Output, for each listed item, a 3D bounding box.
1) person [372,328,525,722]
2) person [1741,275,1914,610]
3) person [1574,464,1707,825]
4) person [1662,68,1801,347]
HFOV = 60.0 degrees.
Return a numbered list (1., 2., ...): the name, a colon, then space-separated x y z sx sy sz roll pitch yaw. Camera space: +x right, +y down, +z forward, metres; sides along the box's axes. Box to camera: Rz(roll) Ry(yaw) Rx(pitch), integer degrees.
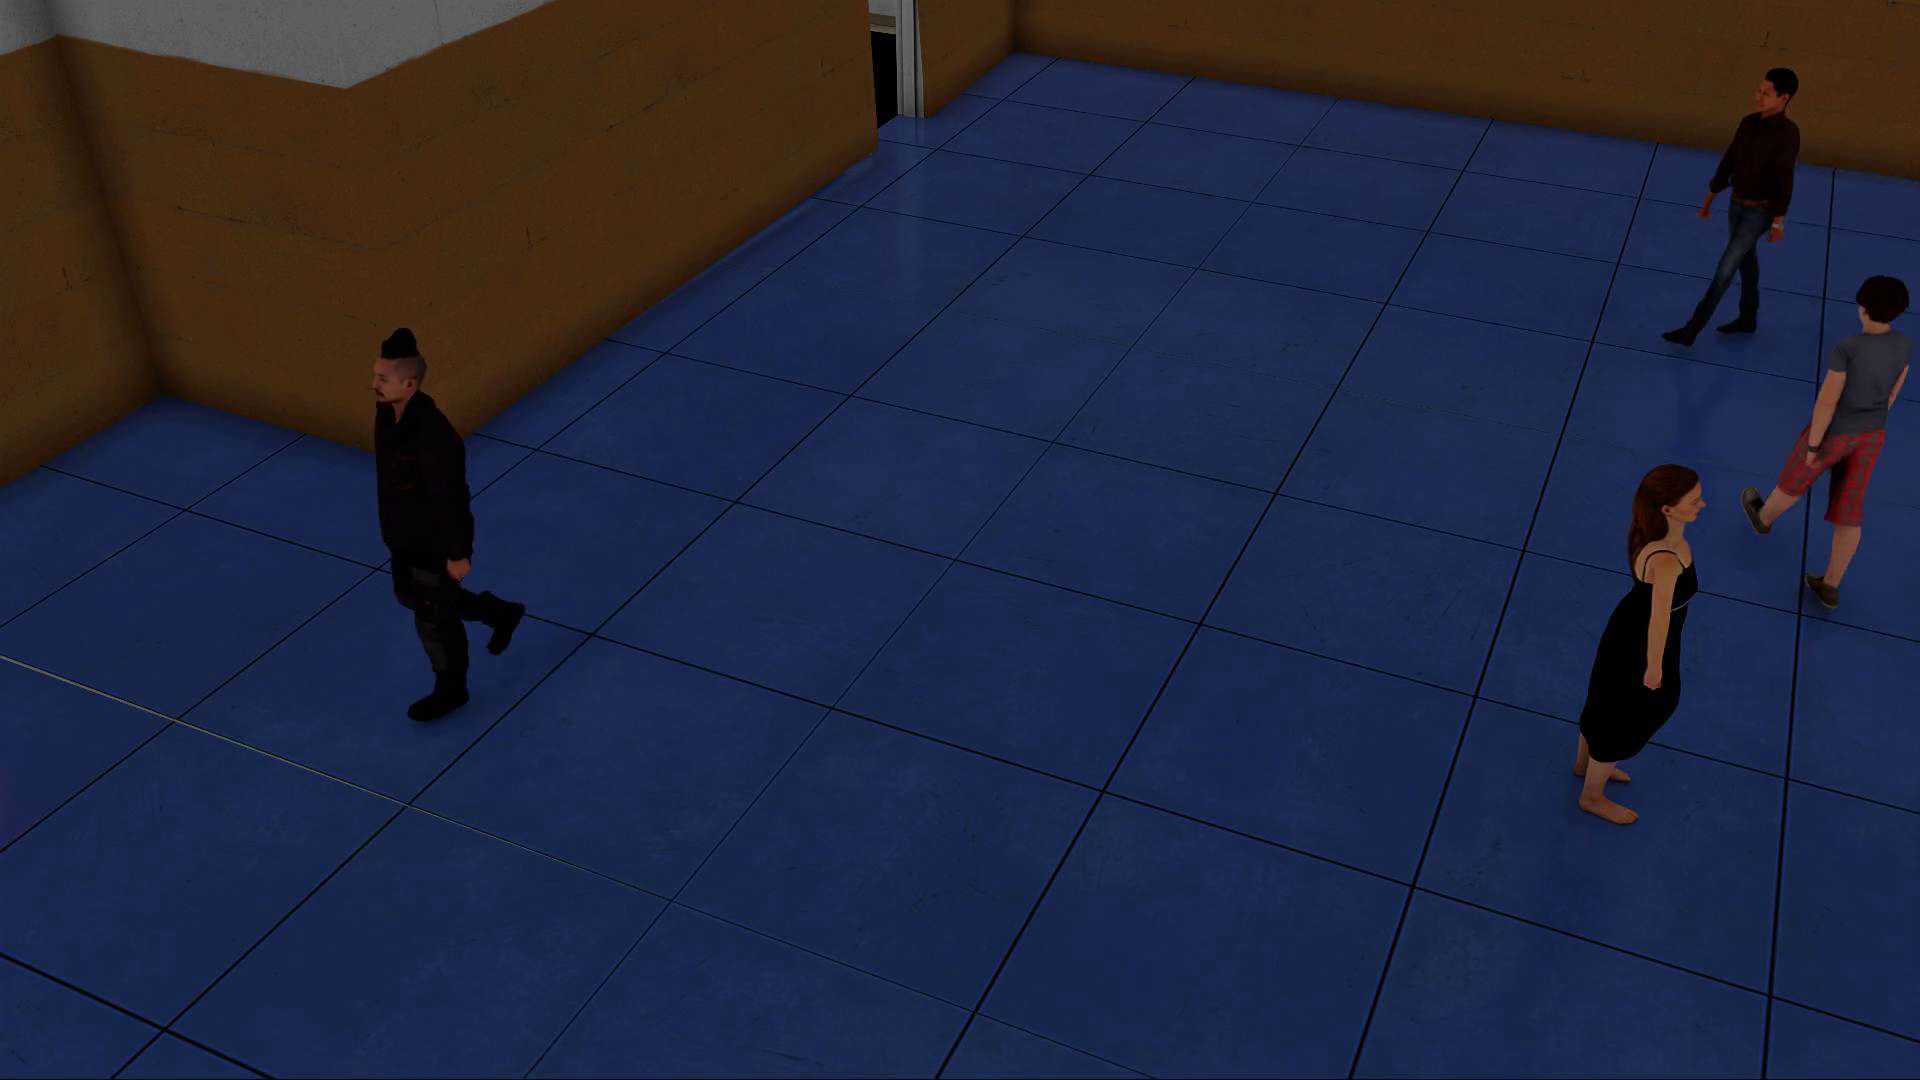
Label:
1. person: -2.248 -0.087 7.233 1.050 1.850 1.014 -23 40 -30
2. person: 4.281 -0.427 7.972 1.128 1.609 0.925 2 34 3
3. person: 2.736 0.404 6.720 0.619 1.625 0.602 8 35 12
4. person: 4.961 -2.029 10.269 1.126 1.745 1.024 -8 34 -11
